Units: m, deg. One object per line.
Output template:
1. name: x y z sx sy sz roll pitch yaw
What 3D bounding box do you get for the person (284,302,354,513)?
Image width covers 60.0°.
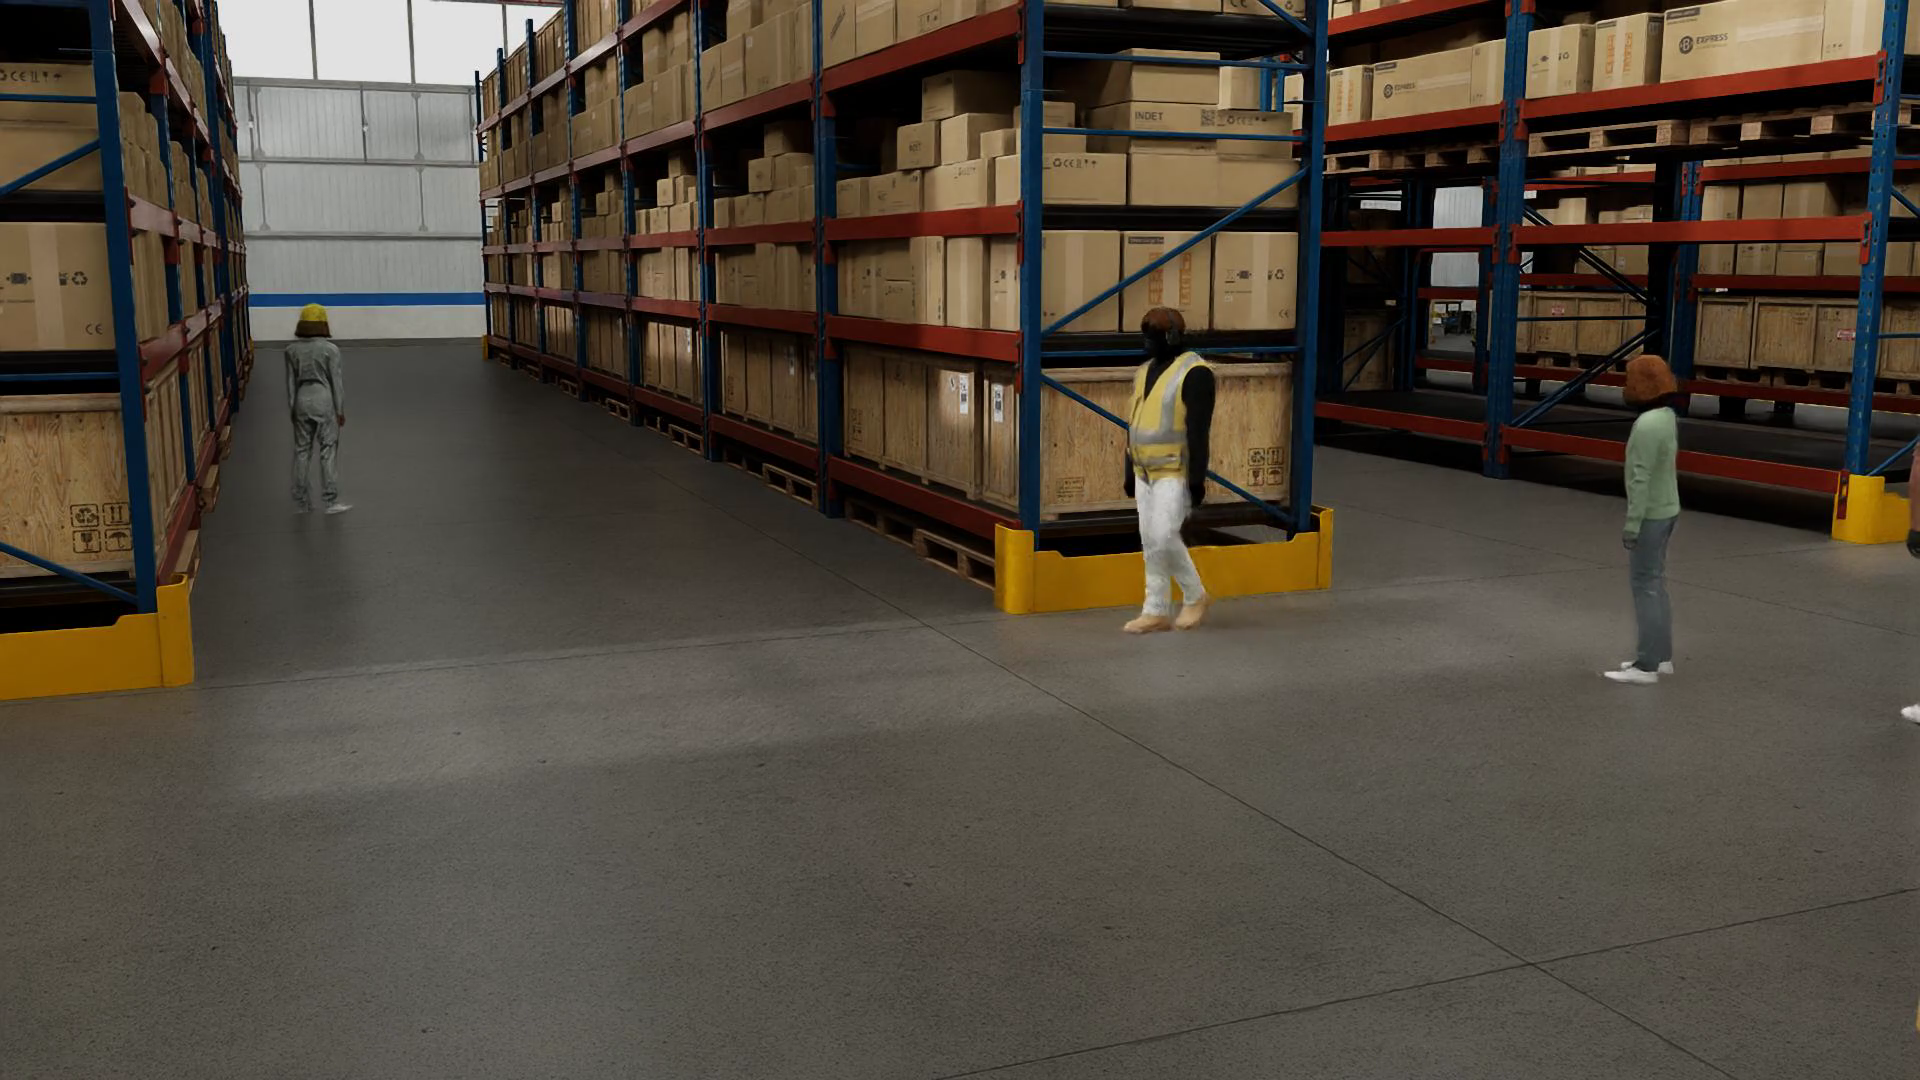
1. person: -5.330 -1.092 13.803 0.492 1.742 0.319 1 10 8

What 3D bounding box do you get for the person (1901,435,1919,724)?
1. person: 4.523 -0.092 7.363 0.646 1.899 0.399 1 10 7

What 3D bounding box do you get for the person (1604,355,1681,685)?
1. person: 3.400 -0.100 8.241 0.321 1.618 0.502 6 11 33

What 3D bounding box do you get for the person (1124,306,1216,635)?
1. person: 1.133 -0.371 9.220 0.438 1.832 0.658 -5 11 -27
